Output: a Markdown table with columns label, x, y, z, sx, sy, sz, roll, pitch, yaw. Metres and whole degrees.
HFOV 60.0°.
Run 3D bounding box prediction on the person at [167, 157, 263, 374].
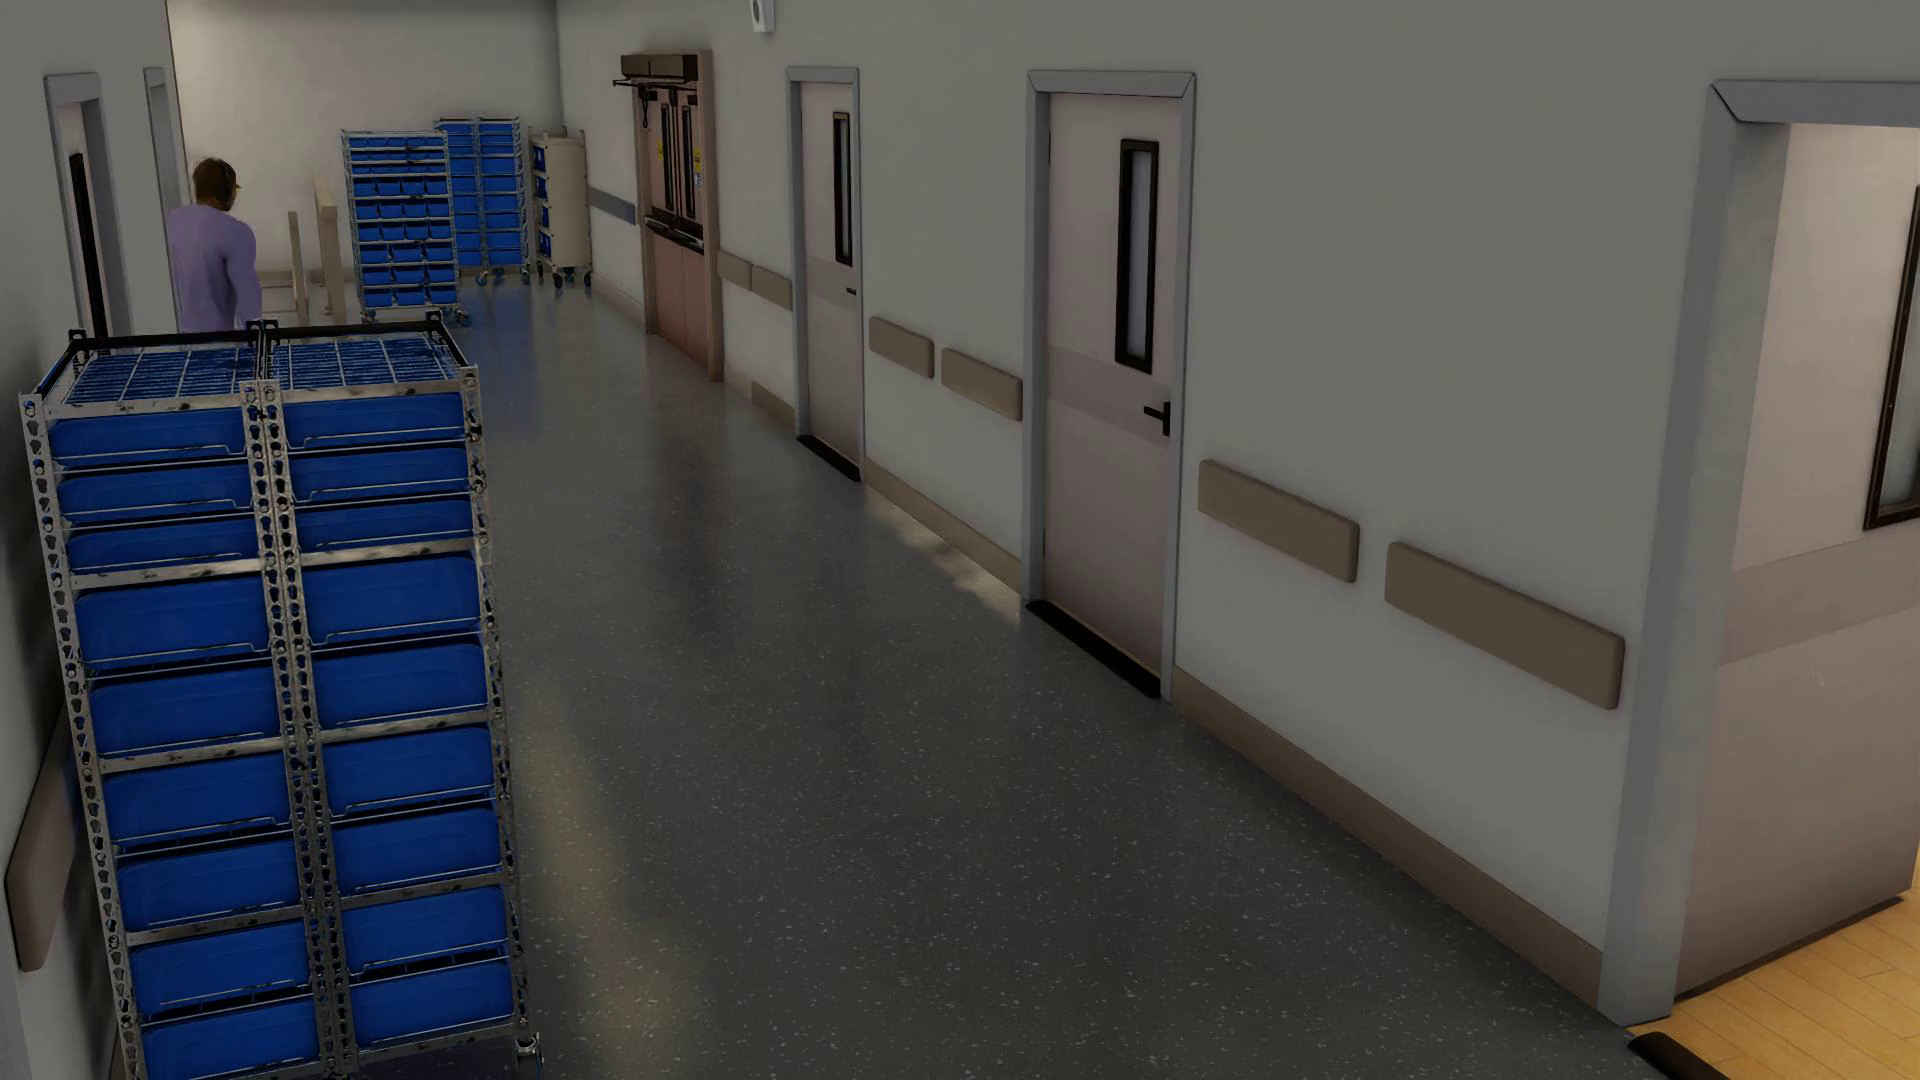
| label | x | y | z | sx | sy | sz | roll | pitch | yaw |
| --- | --- | --- | --- | --- | --- | --- | --- | --- | --- |
| person | -4.037 | -1.103 | 9.012 | 0.650 | 1.872 | 0.960 | 8 | 18 | 25 |
